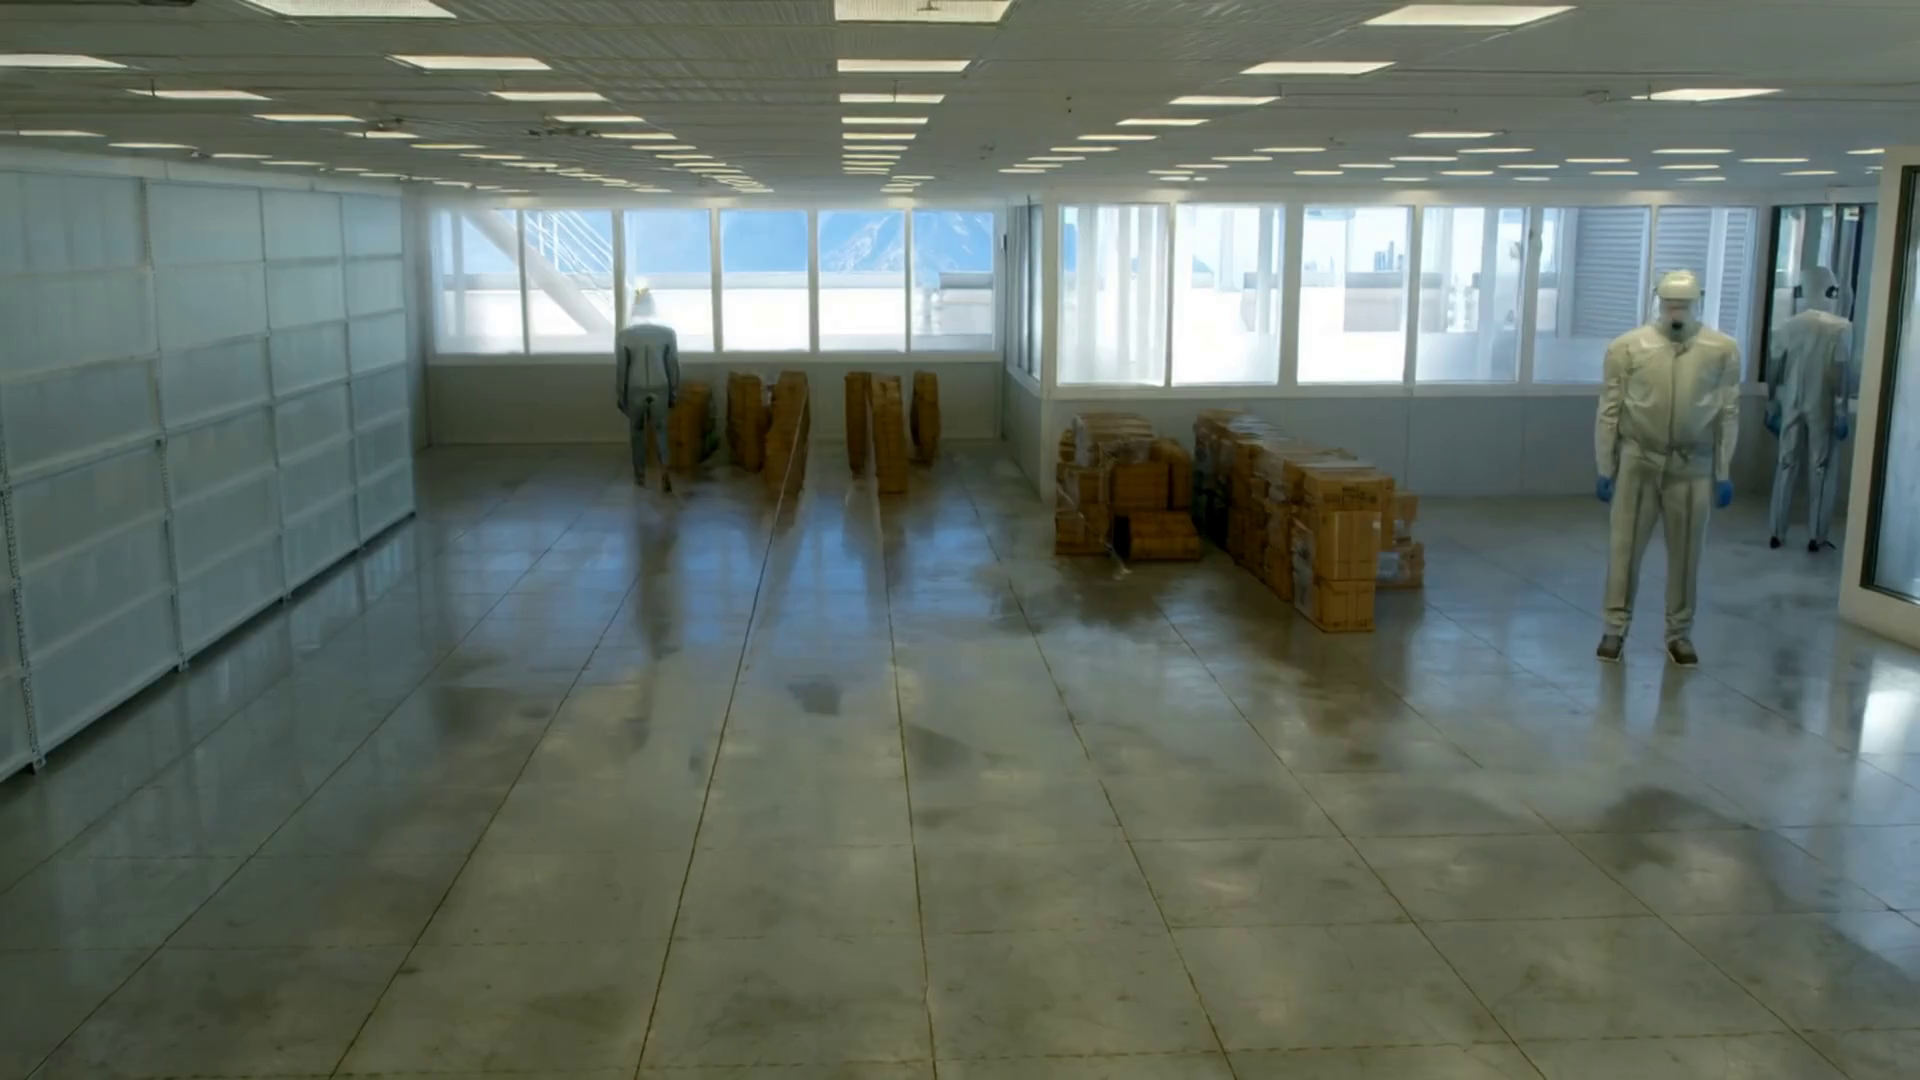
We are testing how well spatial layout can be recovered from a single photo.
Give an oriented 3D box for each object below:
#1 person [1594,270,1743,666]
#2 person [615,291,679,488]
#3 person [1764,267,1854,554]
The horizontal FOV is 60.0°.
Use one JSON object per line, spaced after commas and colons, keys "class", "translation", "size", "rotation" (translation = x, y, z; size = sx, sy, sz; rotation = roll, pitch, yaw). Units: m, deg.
{"class": "person", "translation": [3.400, -0.339, 8.017], "size": [0.652, 1.906, 0.402], "rotation": [3, 11, 15]}
{"class": "person", "translation": [-2.515, -1.194, 13.433], "size": [0.507, 1.615, 0.645], "rotation": [-3, 11, -17]}
{"class": "person", "translation": [5.519, -0.836, 10.822], "size": [0.512, 1.865, 0.329], "rotation": [9, 14, 40]}
